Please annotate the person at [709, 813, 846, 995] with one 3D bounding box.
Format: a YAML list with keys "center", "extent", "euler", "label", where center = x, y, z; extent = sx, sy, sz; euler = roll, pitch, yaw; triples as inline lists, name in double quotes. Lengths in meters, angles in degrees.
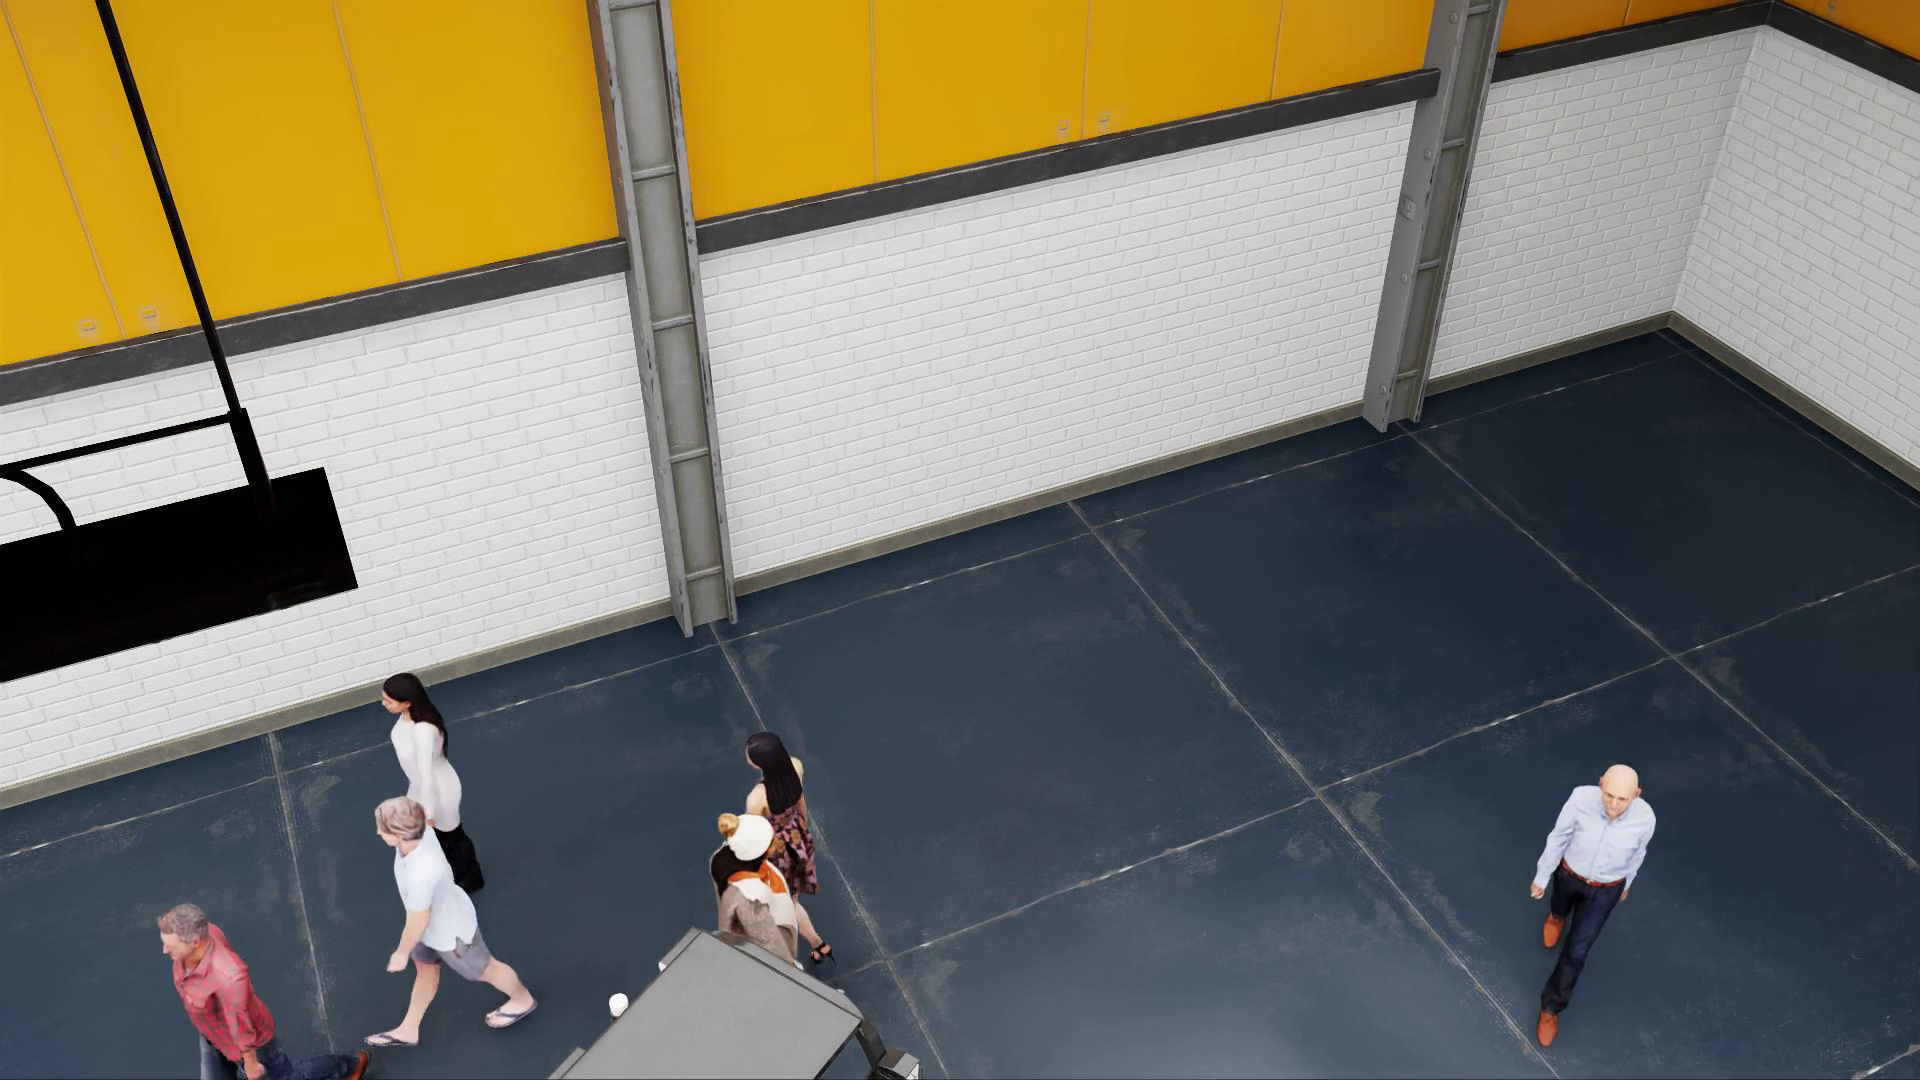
- center: [-1.175, 2.087, 8.554]
  extent: [1.050, 1.865, 0.784]
  euler: [-10, 40, -12]
  label: "person"

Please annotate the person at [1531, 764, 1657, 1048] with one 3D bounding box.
- center: [3.395, 1.792, 9.012]
  extent: [1.174, 1.754, 1.290]
  euler: [17, 42, 20]
  label: "person"

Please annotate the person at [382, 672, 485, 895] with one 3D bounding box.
- center: [-2.901, 1.397, 9.472]
  extent: [0.597, 1.798, 0.643]
  euler: [-19, 43, -23]
  label: "person"

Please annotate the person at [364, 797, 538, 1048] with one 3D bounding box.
- center: [-2.600, 2.004, 8.724]
  extent: [1.122, 1.782, 0.637]
  euler: [-18, 42, -21]
  label: "person"

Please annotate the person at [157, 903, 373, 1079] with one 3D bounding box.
- center: [-3.491, 2.376, 8.244]
  extent: [0.959, 1.801, 1.260]
  euler: [32, 48, 33]
  label: "person"

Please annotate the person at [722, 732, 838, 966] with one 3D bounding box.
- center: [-0.940, 1.734, 9.090]
  extent: [0.964, 1.748, 0.938]
  euler: [24, 44, 27]
  label: "person"
